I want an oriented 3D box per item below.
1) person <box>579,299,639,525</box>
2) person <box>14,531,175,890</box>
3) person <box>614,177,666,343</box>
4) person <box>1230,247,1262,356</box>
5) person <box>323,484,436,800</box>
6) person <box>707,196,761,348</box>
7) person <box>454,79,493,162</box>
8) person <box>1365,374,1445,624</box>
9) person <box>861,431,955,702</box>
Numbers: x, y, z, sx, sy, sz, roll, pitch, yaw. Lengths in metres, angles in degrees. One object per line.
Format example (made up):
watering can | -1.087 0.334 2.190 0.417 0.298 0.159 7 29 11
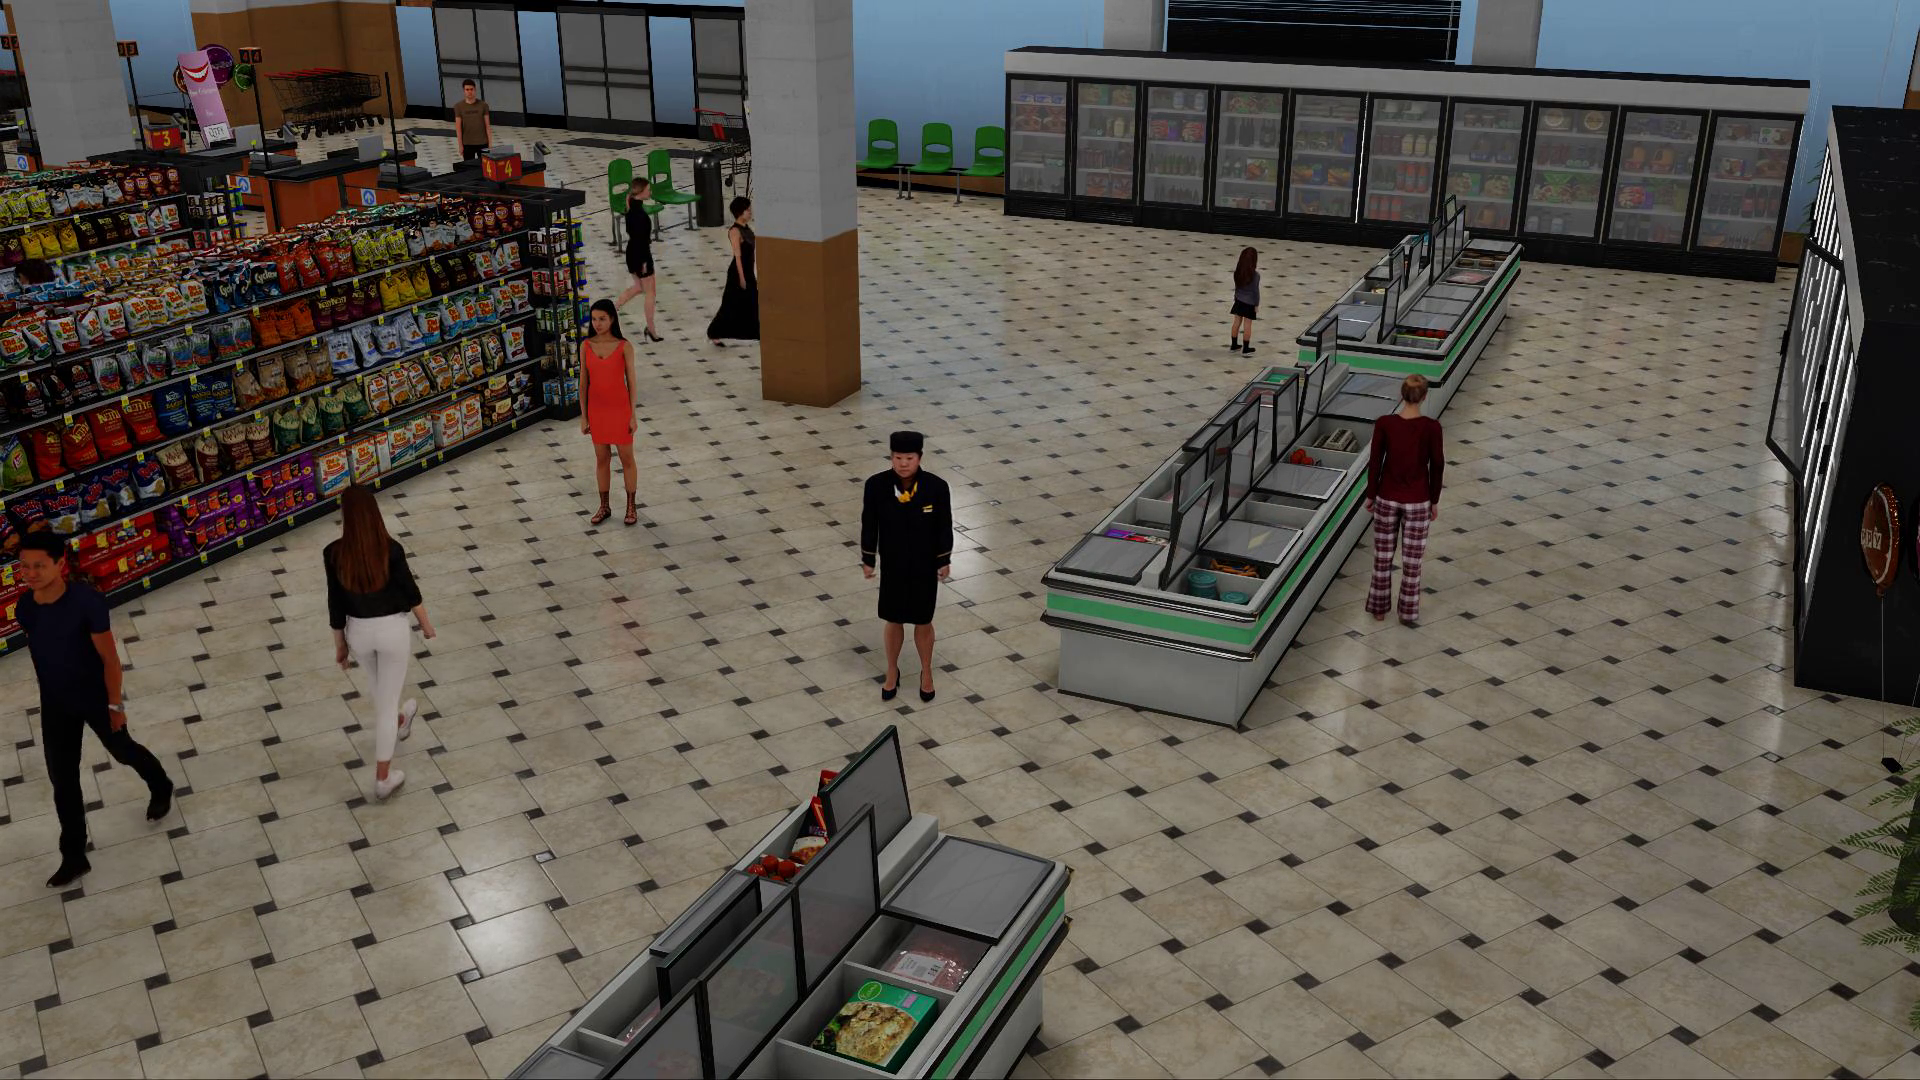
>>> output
person | -2.631 -0.962 12.514 0.656 1.719 0.644 1 22 3
person | -4.266 0.749 8.211 0.939 1.753 1.249 1 22 3
person | -3.388 -2.863 17.215 0.997 1.741 0.883 -13 25 -29
person | 2.929 -2.468 17.084 0.540 1.105 0.524 -18 28 -38
person | -3.096 0.562 8.788 0.856 1.668 1.159 2 22 4
person | -2.319 -2.695 17.039 0.814 1.561 1.025 5 22 12
person | -7.123 -5.819 24.423 0.728 1.852 0.803 -9 24 -22
person | 2.887 -0.243 10.857 0.635 1.620 0.523 7 23 18
person | -0.301 0.153 9.803 0.783 1.671 0.753 2 22 5
